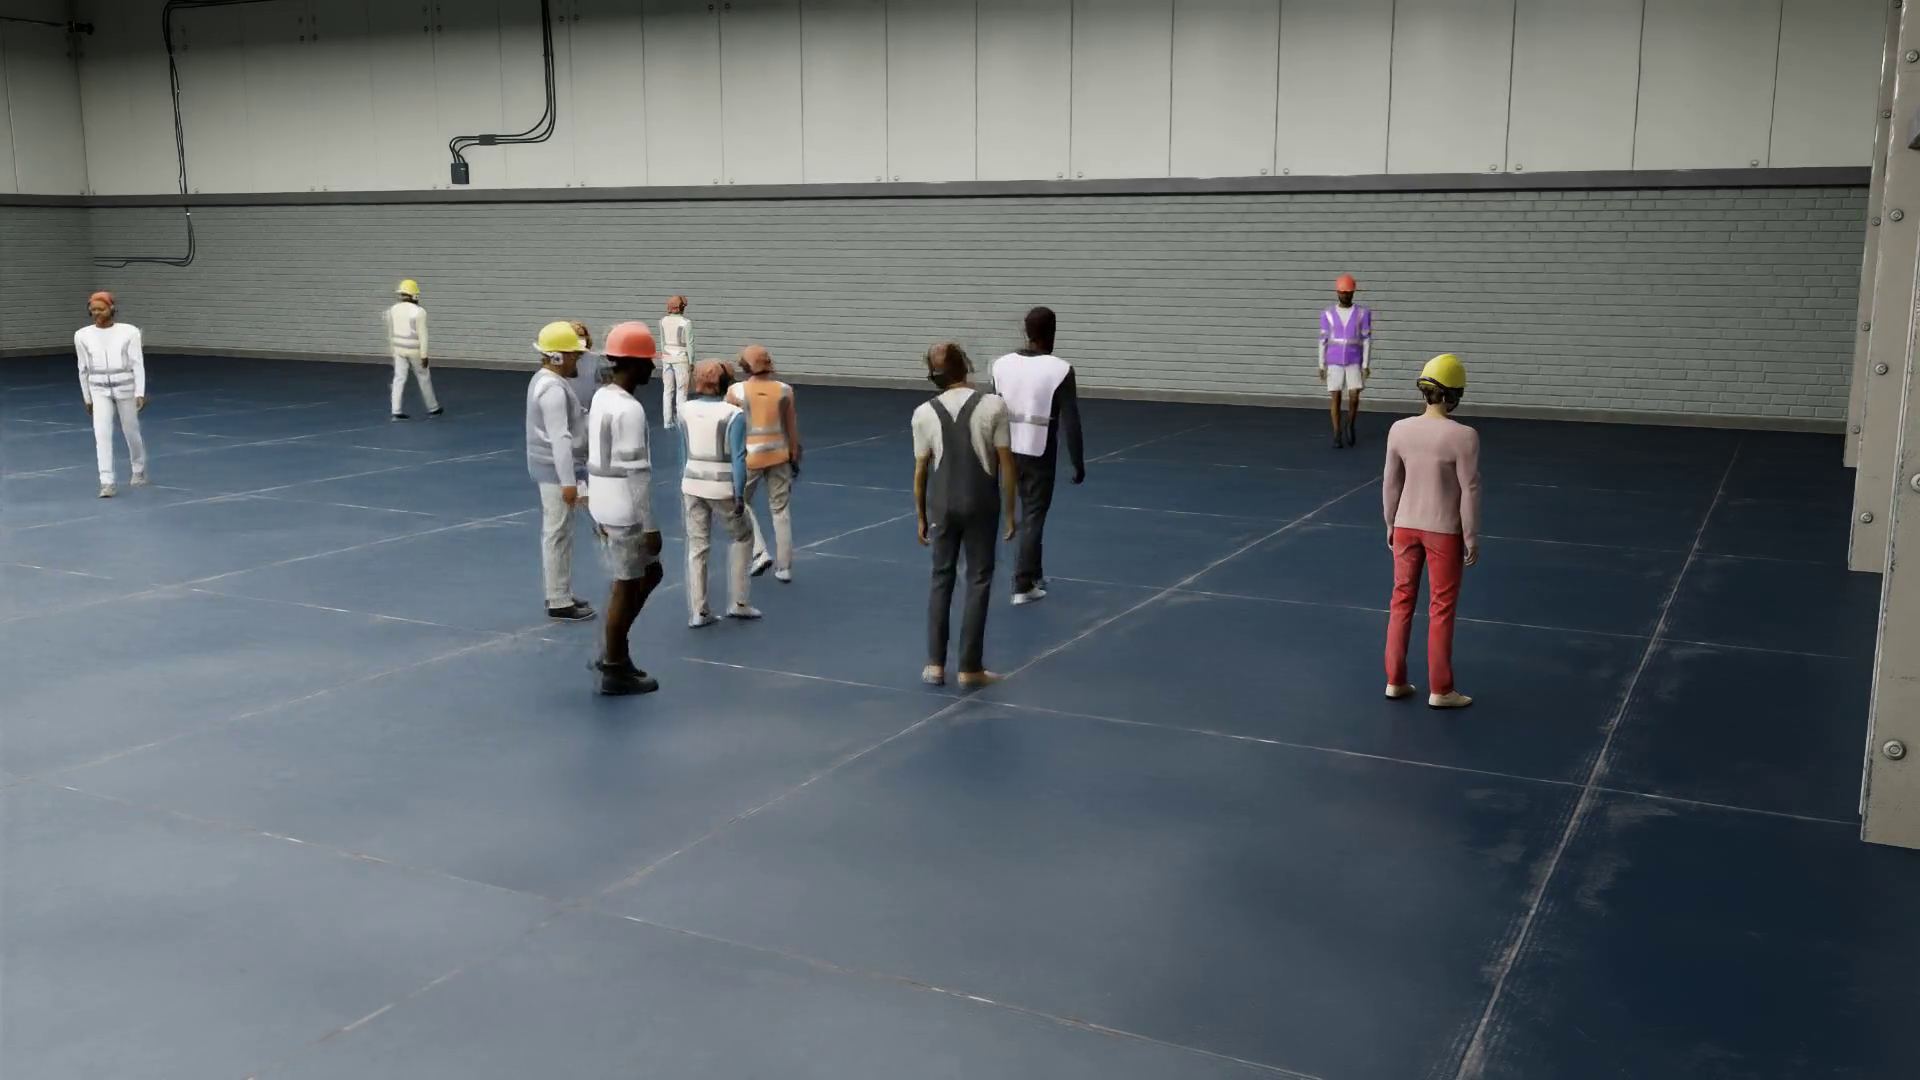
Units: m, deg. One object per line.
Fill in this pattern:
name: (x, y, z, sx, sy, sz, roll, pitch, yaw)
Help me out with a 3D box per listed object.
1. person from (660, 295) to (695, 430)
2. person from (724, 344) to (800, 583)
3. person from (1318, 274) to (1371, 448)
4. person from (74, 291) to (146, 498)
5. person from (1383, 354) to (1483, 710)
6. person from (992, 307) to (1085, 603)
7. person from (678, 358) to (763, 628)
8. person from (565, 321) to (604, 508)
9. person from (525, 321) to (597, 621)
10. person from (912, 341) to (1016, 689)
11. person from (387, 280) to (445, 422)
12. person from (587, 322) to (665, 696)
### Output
person: (-3.422, -2.140, 20.141, 0.508, 1.629, 0.317, 6, 12, 31)
person: (-1.346, -0.510, 11.264, 0.623, 1.615, 0.440, -6, 12, -28)
person: (4.236, -1.965, 18.366, 0.566, 1.926, 0.400, 3, 11, 16)
person: (-7.771, -1.357, 15.278, 0.574, 1.851, 0.957, -3, 11, -17)
person: (2.369, -0.043, 8.329, 0.328, 1.767, 0.532, -9, 14, -41)
person: (0.529, -0.559, 10.797, 0.631, 1.891, 0.733, 7, 13, 35)
person: (-1.450, -0.288, 10.070, 0.518, 1.621, 0.563, 5, 12, 25)
person: (-3.332, -1.095, 14.465, 0.503, 1.614, 0.512, 9, 14, 41)
person: (-2.444, -0.418, 10.193, 0.404, 1.830, 0.600, -4, 11, -20)
person: (0.015, -0.110, 8.624, 0.547, 1.817, 0.349, 3, 11, 15)
person: (-6.977, -2.409, 21.186, 0.612, 1.783, 0.919, 3, 11, 18)
person: (-1.694, -0.146, 8.477, 0.441, 1.917, 0.568, -5, 11, -24)
